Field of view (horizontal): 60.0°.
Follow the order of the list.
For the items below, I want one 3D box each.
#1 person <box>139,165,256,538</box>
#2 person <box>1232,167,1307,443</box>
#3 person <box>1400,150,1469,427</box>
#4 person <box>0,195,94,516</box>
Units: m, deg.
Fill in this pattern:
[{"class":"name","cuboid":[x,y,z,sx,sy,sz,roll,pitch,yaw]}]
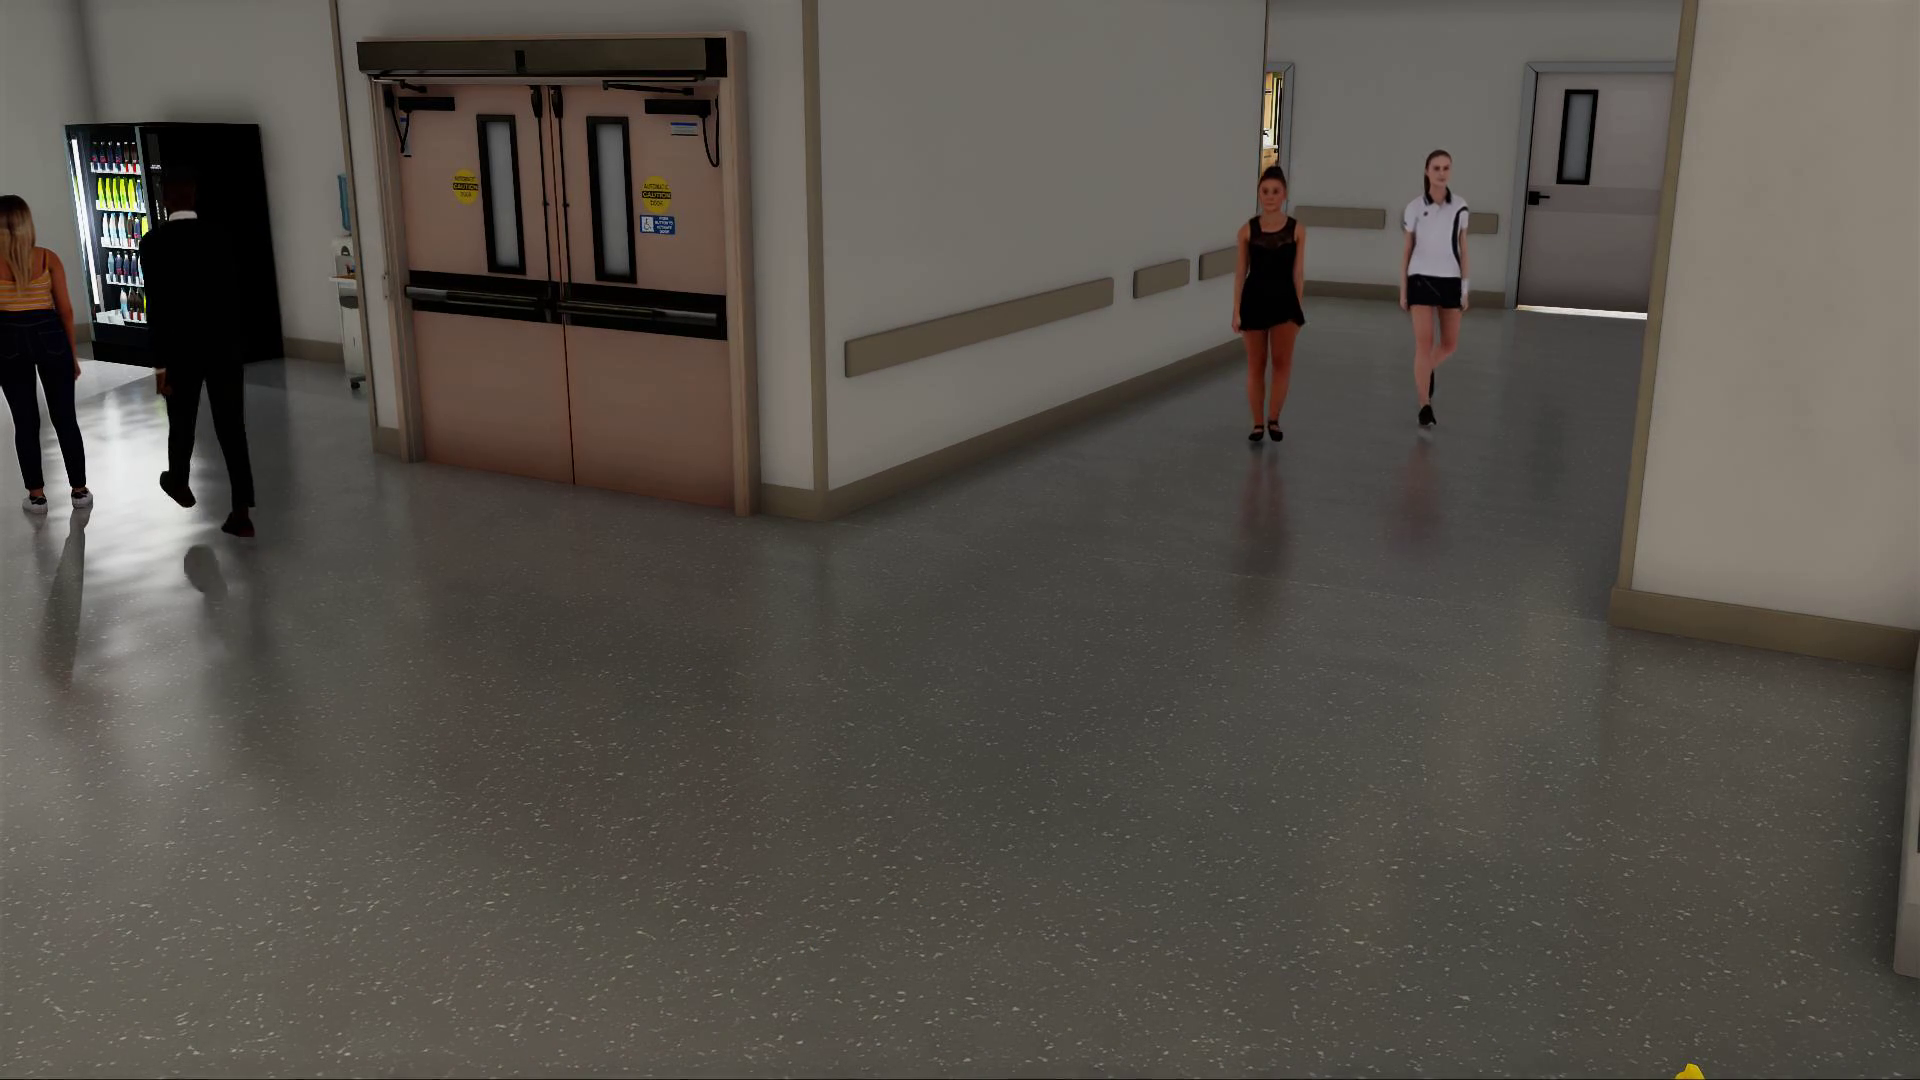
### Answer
[{"class":"person","cuboid":[-3.600,-0.860,8.022,0.914,1.750,1.301,-14,21,-41]},{"class":"person","cuboid":[1.897,-1.430,10.202,0.689,1.664,0.750,3,16,11]},{"class":"person","cuboid":[3.067,-1.628,10.777,0.995,1.733,0.904,2,16,6]},{"class":"person","cuboid":[-4.780,-0.956,8.586,0.645,1.629,0.653,-10,19,-32]}]
